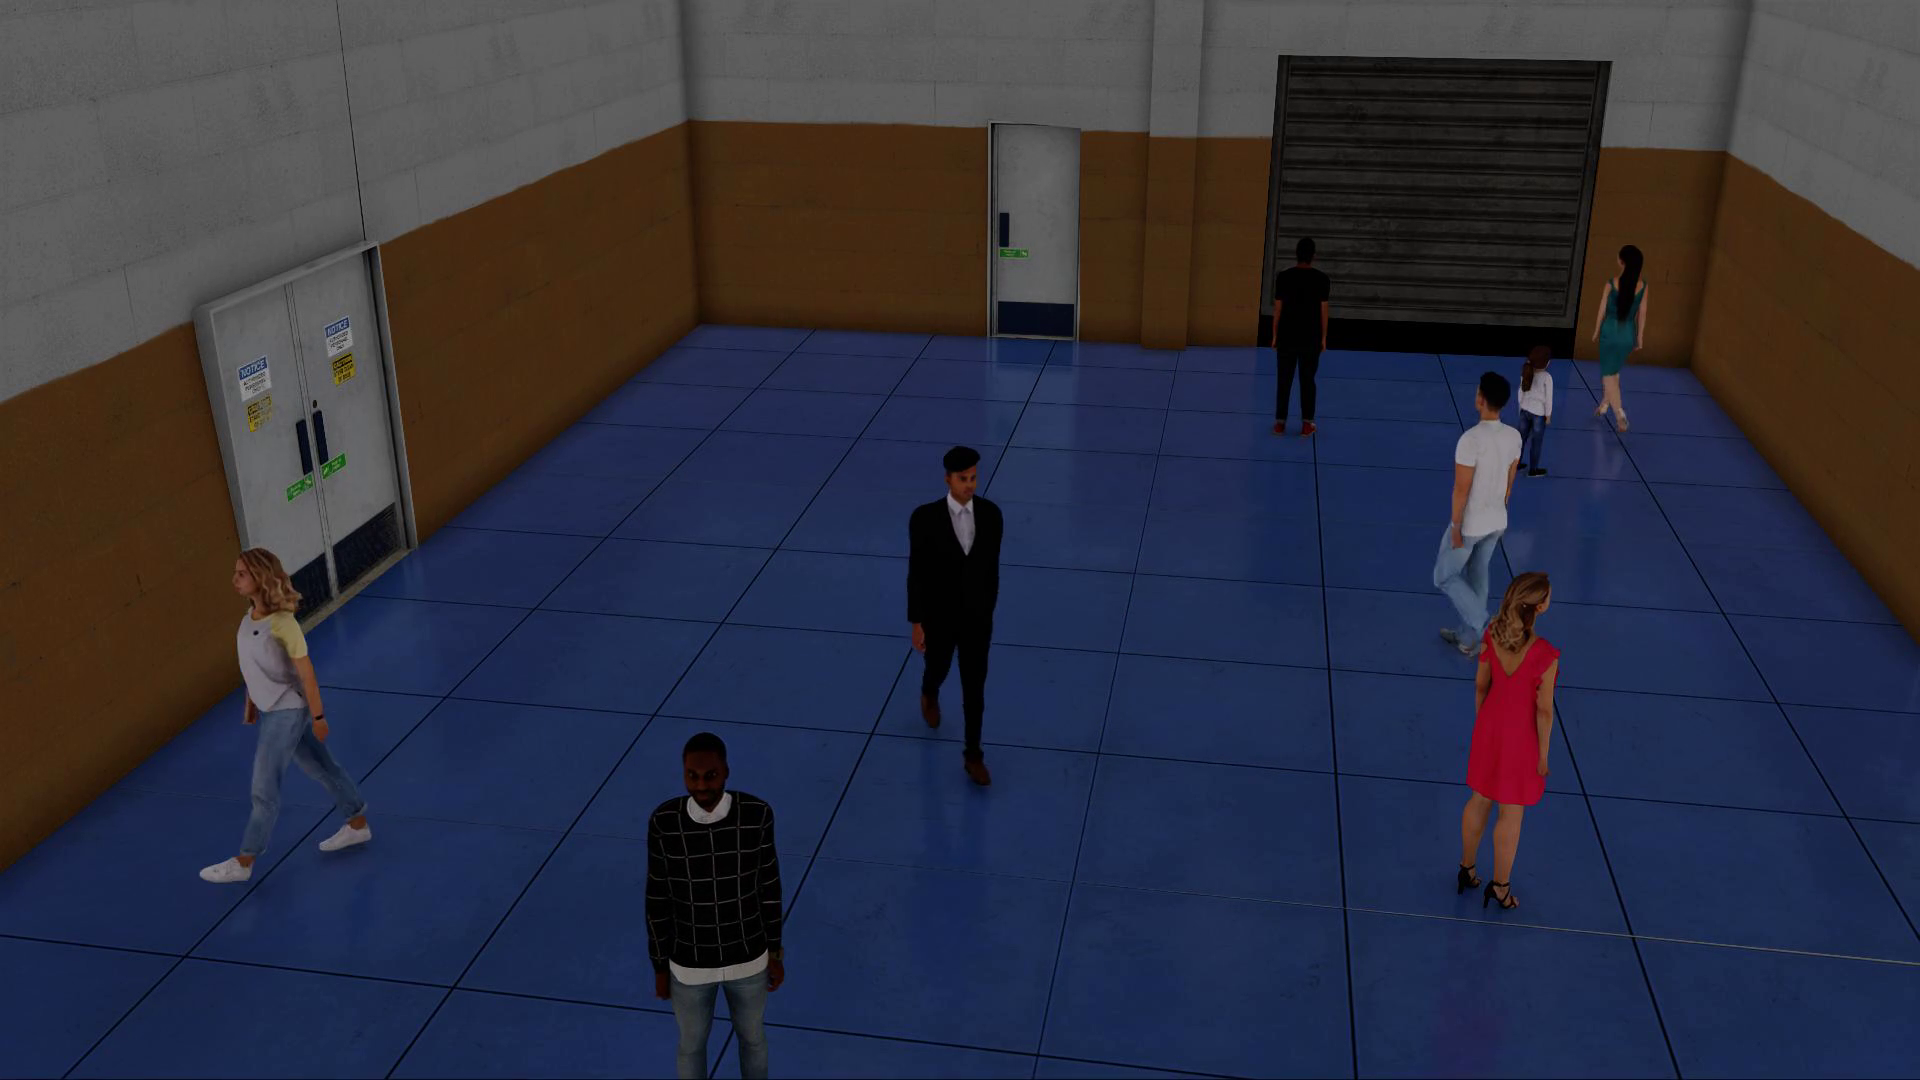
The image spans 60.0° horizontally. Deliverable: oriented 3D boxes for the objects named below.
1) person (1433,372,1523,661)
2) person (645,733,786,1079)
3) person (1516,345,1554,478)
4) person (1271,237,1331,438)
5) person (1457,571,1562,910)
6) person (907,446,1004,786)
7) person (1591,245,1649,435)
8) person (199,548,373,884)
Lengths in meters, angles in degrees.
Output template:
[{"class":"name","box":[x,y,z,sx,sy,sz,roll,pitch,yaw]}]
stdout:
[{"class":"person","box":[3.270,-0.099,10.323,0.969,1.846,1.003,-10,24,-24]},{"class":"person","box":[-0.915,1.536,6.287,0.626,1.821,0.790,-4,22,-10]},{"class":"person","box":[4.748,-1.081,13.755,0.598,1.110,0.535,-16,27,-35]},{"class":"person","box":[2.982,-1.781,14.629,0.490,1.757,0.702,6,23,13]},{"class":"person","box":[2.591,0.942,7.891,0.720,1.728,0.665,-14,26,-31]},{"class":"person","box":[-0.054,0.360,9.175,1.230,1.849,1.076,-5,22,-12]},{"class":"person","box":[5.791,-1.717,14.618,1.032,1.646,0.707,0,22,1]},{"class":"person","box":[-3.227,0.831,8.209,1.109,1.680,1.118,-19,29,-39]}]
